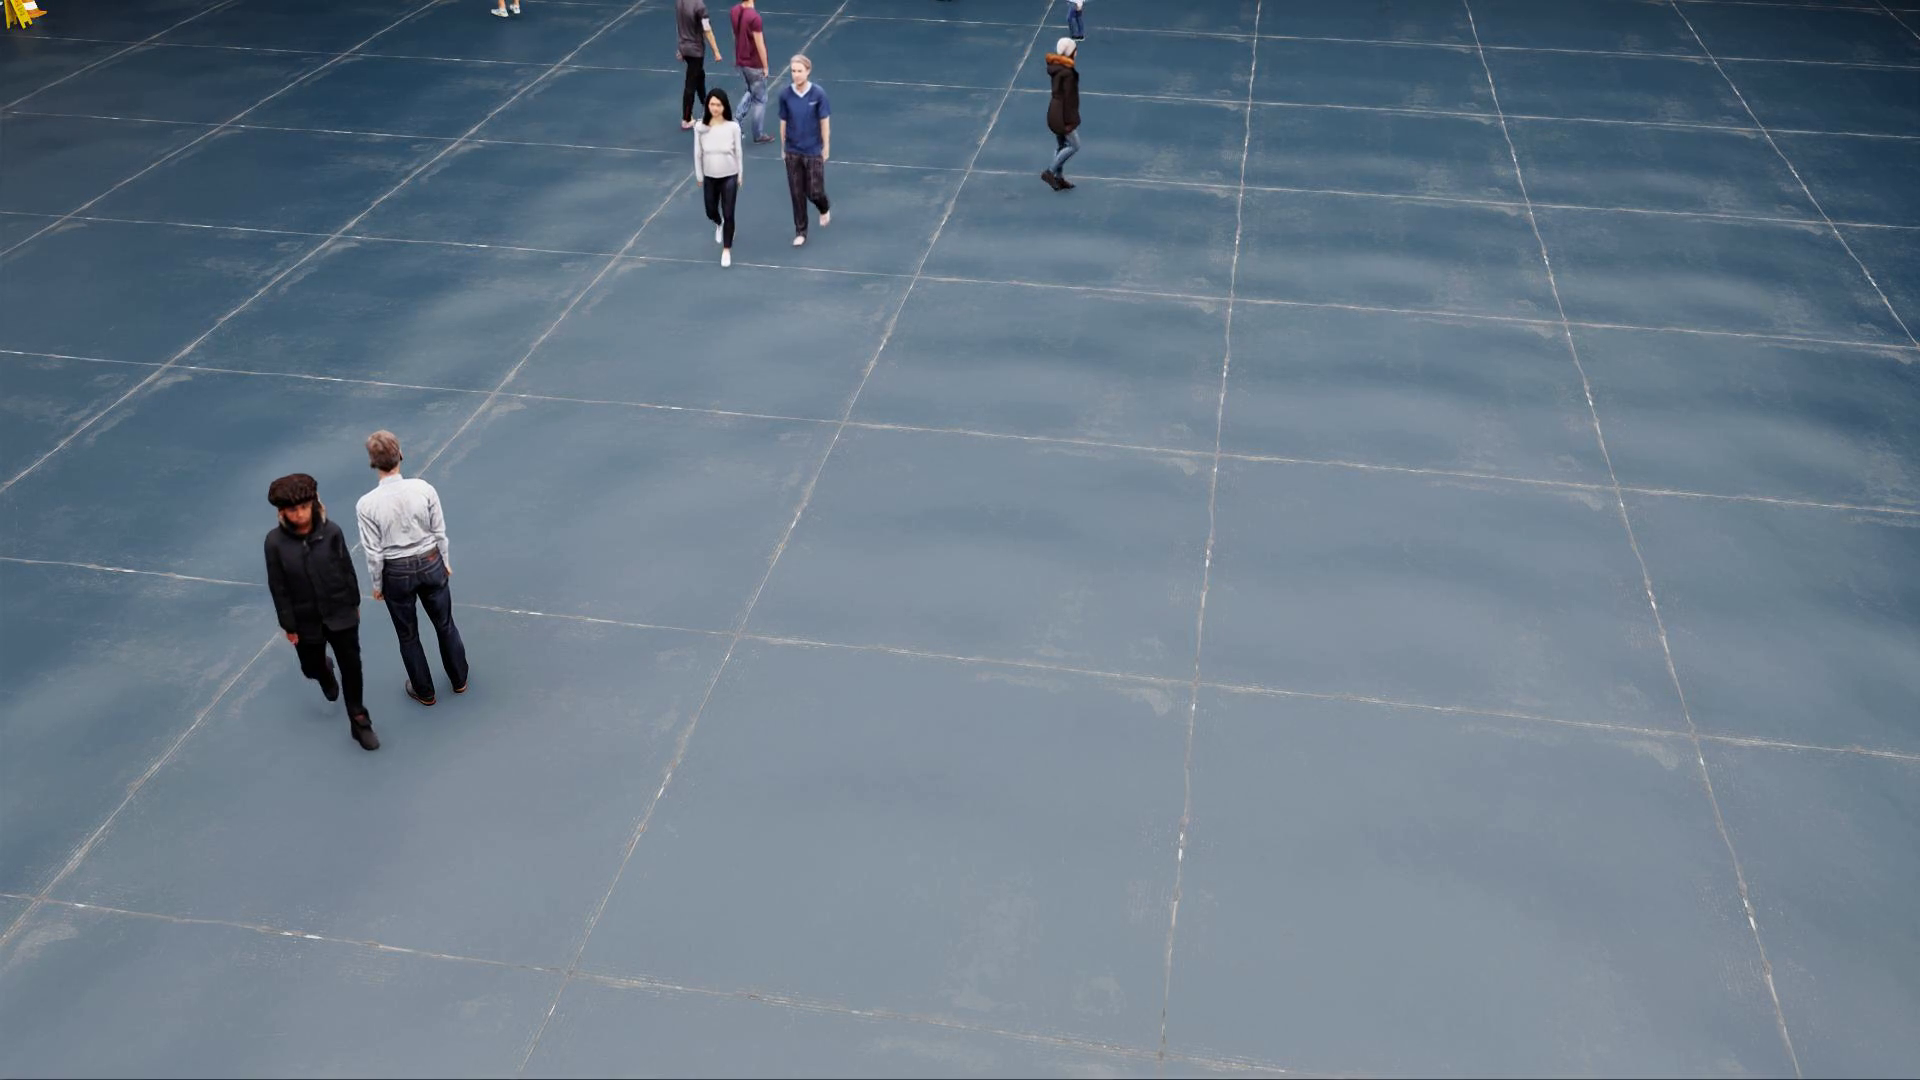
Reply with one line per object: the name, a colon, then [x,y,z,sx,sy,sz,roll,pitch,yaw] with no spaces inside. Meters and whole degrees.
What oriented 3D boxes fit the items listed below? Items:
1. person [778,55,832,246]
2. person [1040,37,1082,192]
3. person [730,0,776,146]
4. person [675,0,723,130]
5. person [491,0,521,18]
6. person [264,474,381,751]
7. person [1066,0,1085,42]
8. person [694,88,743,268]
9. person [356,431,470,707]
person: [-1.510,-3.832,16.277,0.735,1.855,0.735,4,33,7]
person: [1.021,-4.445,17.460,0.792,1.629,0.757,-7,33,-11]
person: [-2.412,-5.342,18.686,0.857,1.838,0.917,27,41,36]
person: [-3.149,-5.606,19.198,0.991,1.739,0.980,-27,41,-36]
person: [-6.522,-8.361,23.458,0.763,1.854,0.764,27,41,35]
person: [-3.740,0.388,9.671,1.015,1.764,1.046,-19,37,-27]
person: [1.627,-7.292,22.467,0.565,1.102,0.487,0,32,0]
person: [-2.268,-3.496,15.901,0.804,1.687,0.755,0,32,1]
person: [-3.285,0.179,9.957,0.723,1.814,0.797,-18,36,-26]
